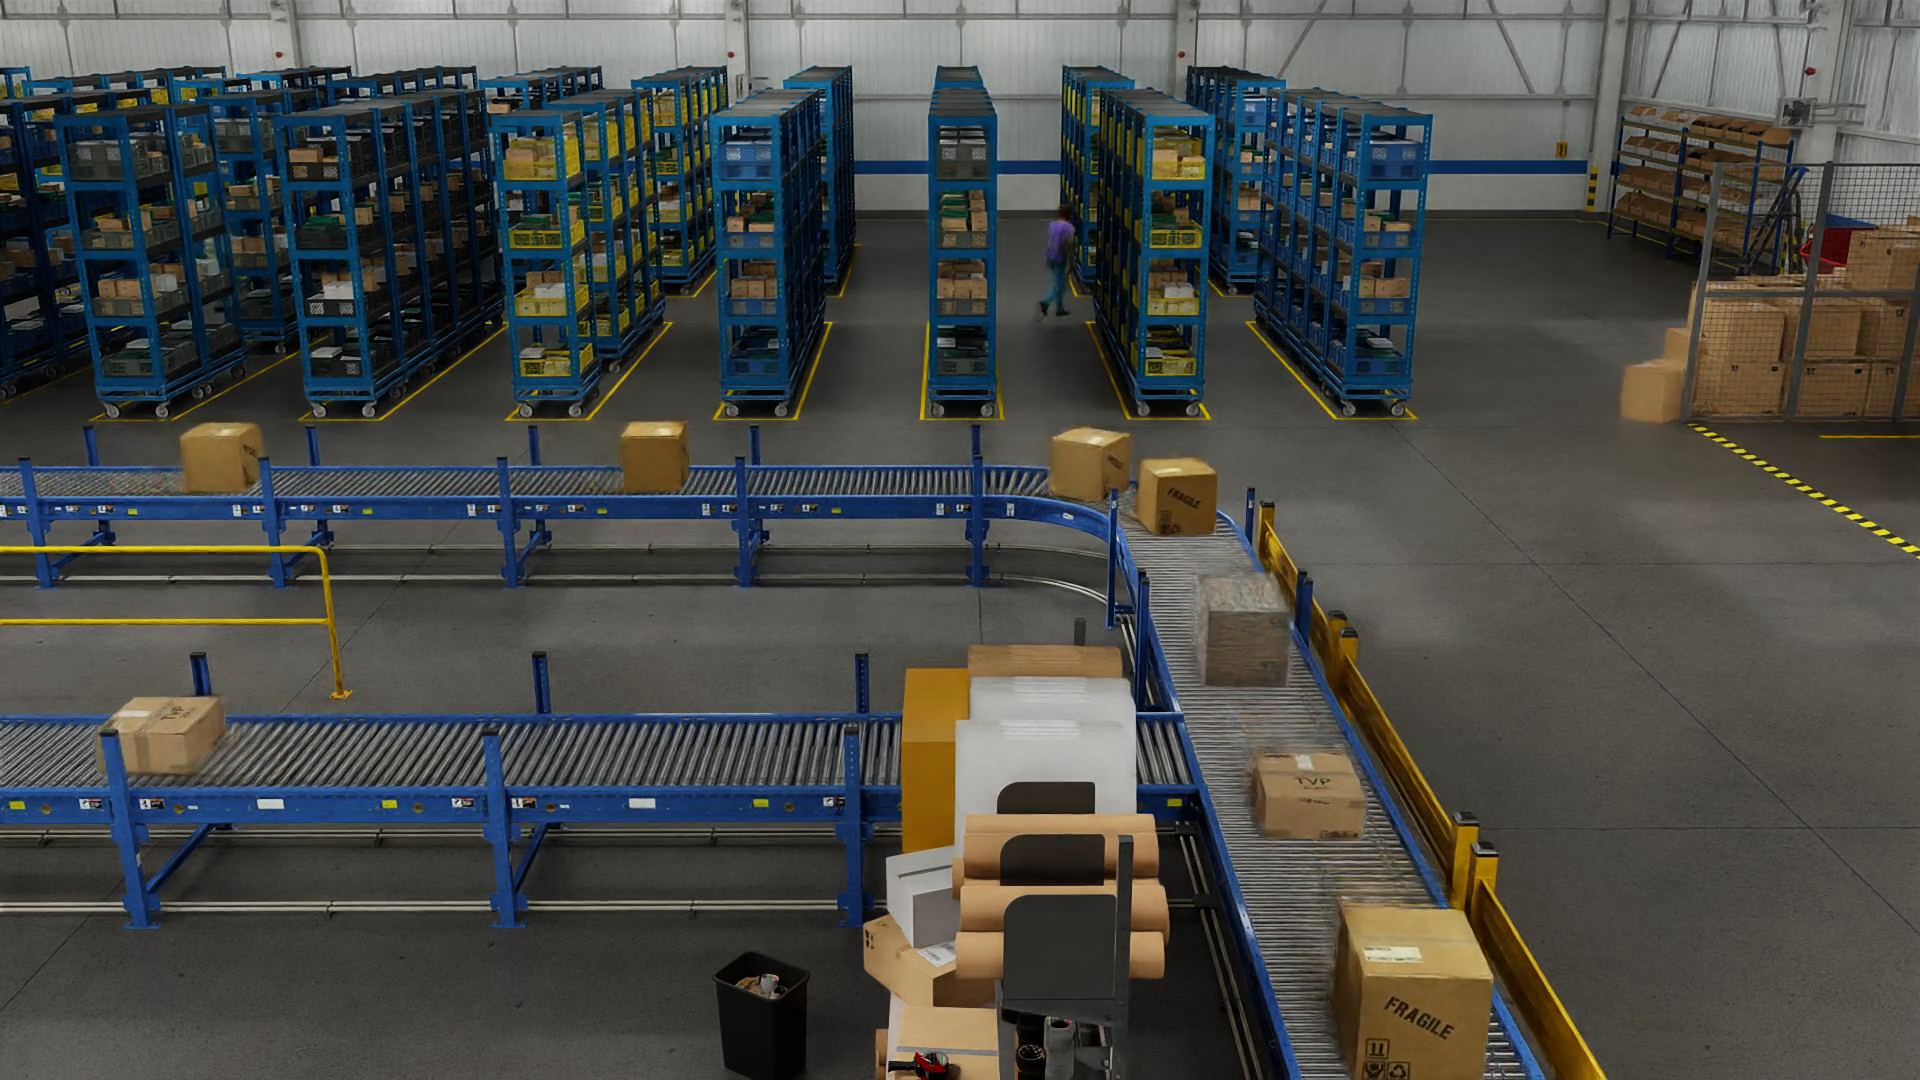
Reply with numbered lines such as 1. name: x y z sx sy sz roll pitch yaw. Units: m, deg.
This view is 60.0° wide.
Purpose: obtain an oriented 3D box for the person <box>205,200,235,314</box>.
1. person: -11.833 -4.529 26.652 0.670 1.819 0.439 14 23 37

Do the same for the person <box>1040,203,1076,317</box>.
1. person: 1.533 -4.401 26.264 0.665 1.814 0.594 -14 22 -36
